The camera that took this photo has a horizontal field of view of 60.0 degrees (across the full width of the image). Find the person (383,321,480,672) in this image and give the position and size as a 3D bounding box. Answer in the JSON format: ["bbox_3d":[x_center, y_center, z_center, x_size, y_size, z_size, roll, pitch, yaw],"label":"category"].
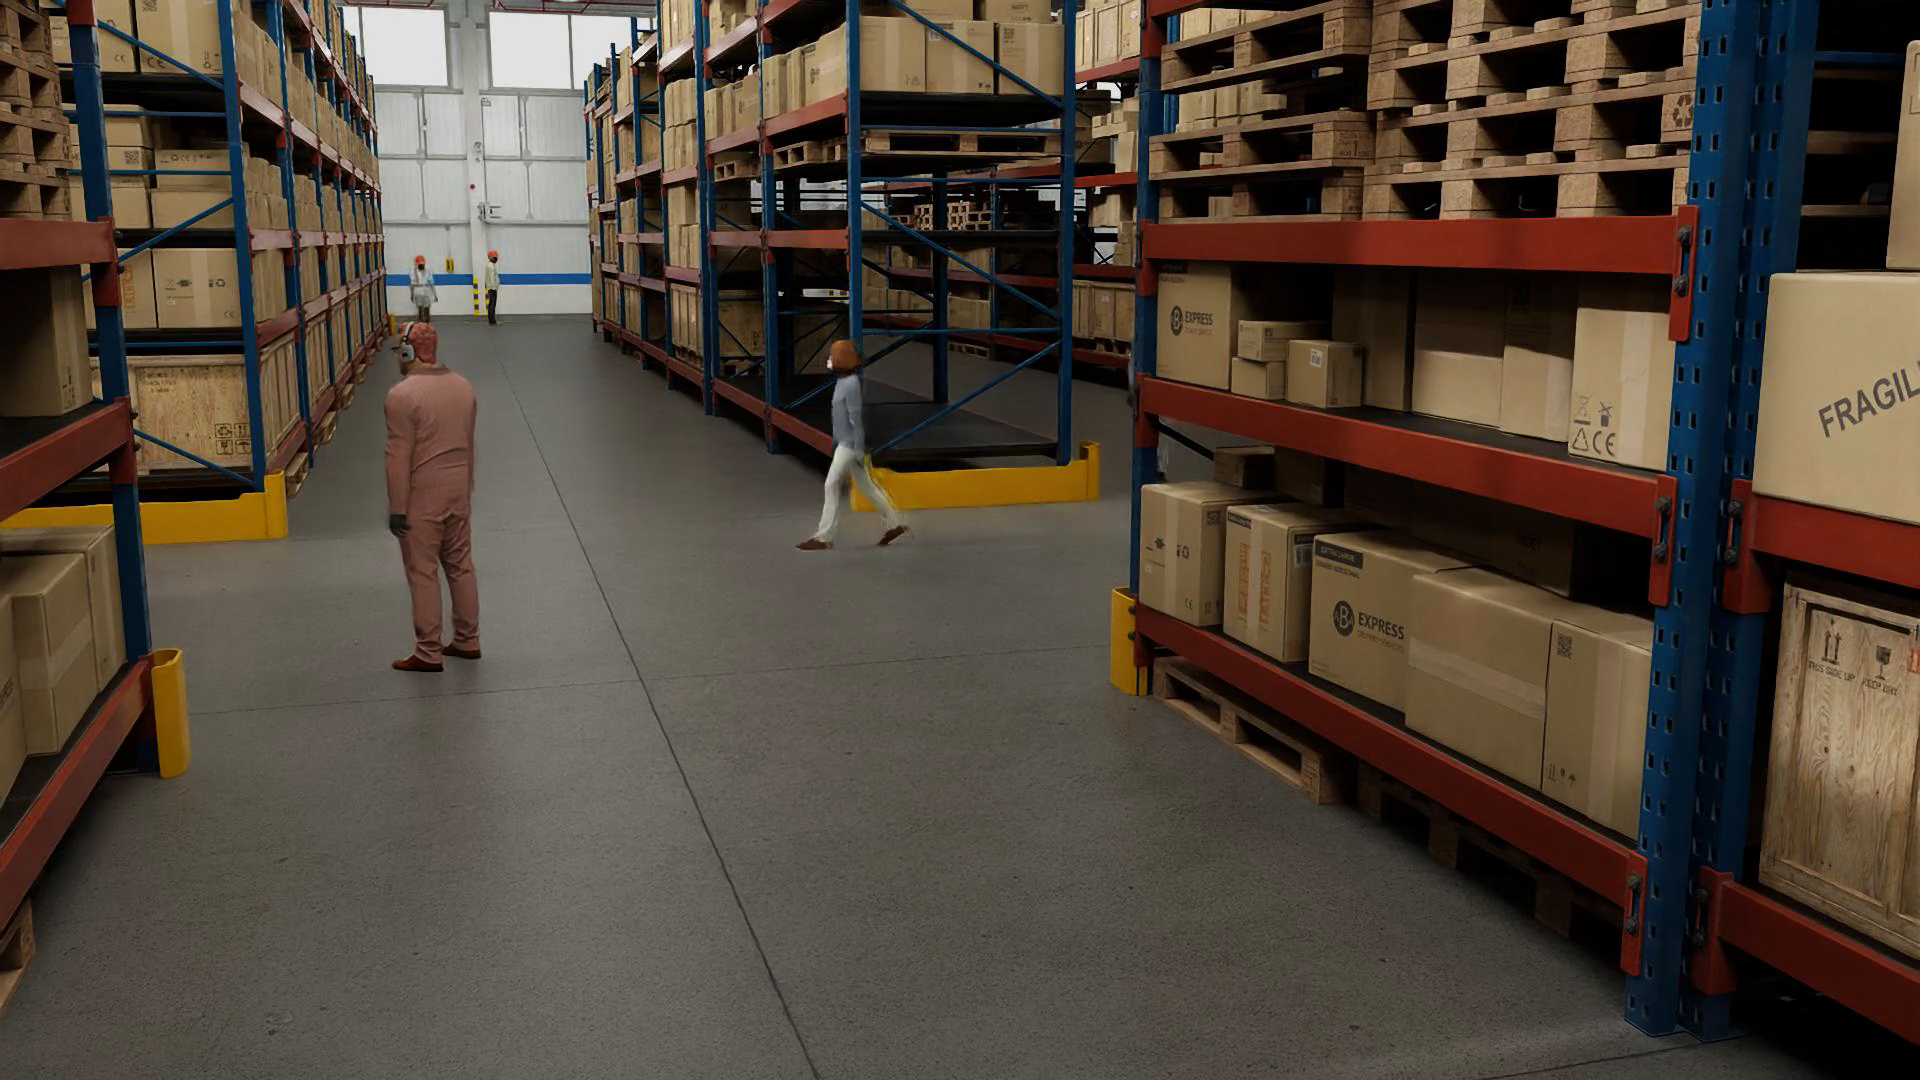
[{"bbox_3d":[-2.899,-0.236,9.069,0.398,1.899,0.649,4,11,22],"label":"person"}]

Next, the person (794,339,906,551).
[{"bbox_3d":[-0.801,-0.713,12.491,0.844,1.597,0.517,-2,11,-11],"label":"person"}]

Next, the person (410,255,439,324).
[{"bbox_3d":[-12.962,-5.943,40.303,0.505,1.908,0.656,9,14,41],"label":"person"}]

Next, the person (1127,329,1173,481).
[{"bbox_3d":[1.884,-1.492,16.164,0.626,1.813,0.599,-2,11,-12],"label":"person"}]

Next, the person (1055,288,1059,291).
[{"bbox_3d":[2.109,-5.153,36.418,0.525,1.757,0.559,-3,11,-15],"label":"person"}]

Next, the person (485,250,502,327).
[{"bbox_3d":[-12.191,-6.559,43.462,0.391,1.990,0.622,-4,11,-20],"label":"person"}]
